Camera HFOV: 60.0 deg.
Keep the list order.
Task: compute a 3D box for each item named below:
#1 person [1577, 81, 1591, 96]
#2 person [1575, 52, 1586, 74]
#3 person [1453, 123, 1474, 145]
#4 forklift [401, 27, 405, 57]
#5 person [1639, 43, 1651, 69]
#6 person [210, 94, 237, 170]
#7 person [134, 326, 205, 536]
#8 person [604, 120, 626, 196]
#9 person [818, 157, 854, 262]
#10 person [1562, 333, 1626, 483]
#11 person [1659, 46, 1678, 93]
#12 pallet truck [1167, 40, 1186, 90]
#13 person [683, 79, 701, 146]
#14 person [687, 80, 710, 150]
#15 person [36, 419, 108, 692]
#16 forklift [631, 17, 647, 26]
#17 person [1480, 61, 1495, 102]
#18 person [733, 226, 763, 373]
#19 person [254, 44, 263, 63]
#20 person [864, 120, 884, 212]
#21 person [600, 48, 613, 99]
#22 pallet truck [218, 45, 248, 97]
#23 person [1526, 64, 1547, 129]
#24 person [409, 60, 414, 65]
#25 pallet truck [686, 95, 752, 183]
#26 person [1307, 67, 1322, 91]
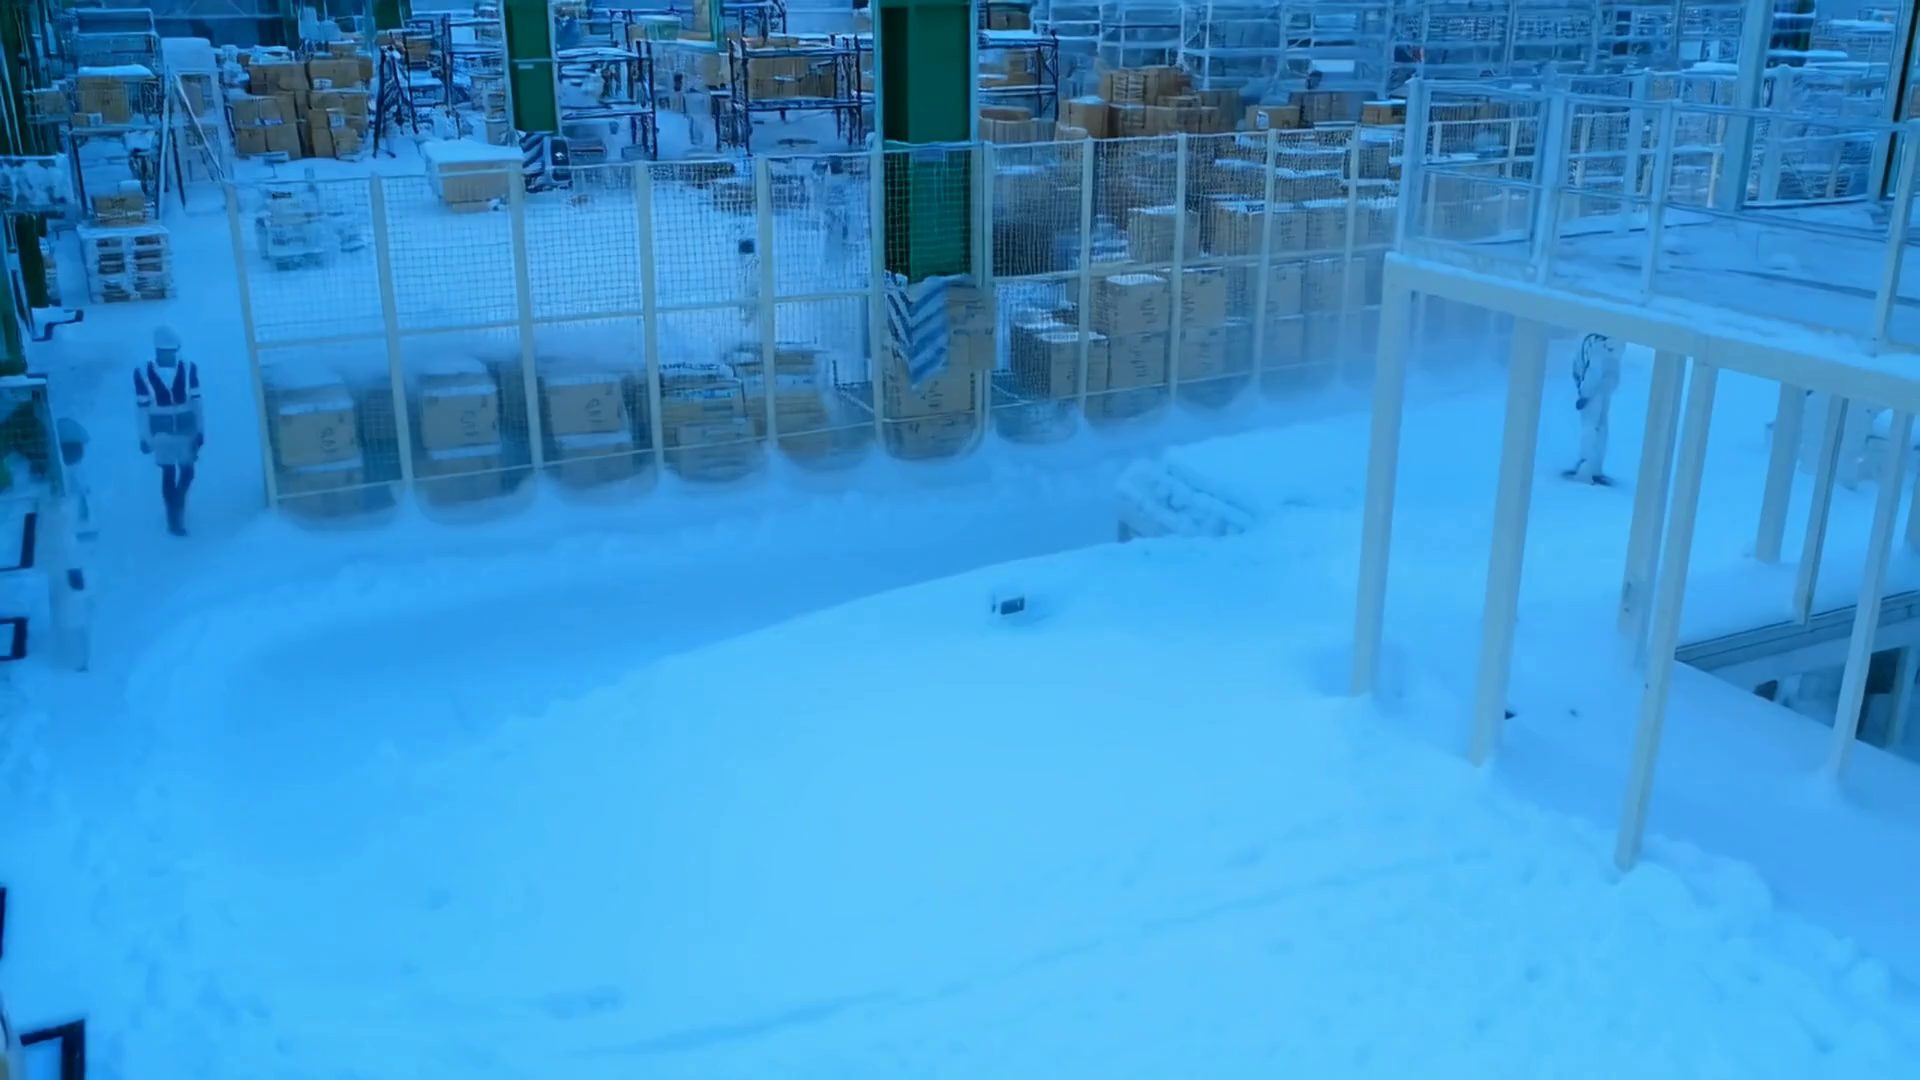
[{"bbox_3d":[17.537,-12.084,47.126,0.551,1.932,0.378,13,23,33],"label":"person"},{"bbox_3d":[24.708,-18.515,66.127,0.536,1.697,0.322,14,23,34],"label":"person"},{"bbox_3d":[10.875,-8.196,36.119,0.523,1.763,0.329,-7,20,-20],"label":"person"},{"bbox_3d":[-20.650,-17.285,60.777,1.129,2.768,1.873,-17,26,-41],"label":"forklift"},{"bbox_3d":[31.363,-21.940,76.166,0.517,1.617,0.416,0,19,-1],"label":"person"},{"bbox_3d":[-18.572,-10.310,41.982,0.553,1.934,0.364,-10,21,-26],"label":"person"},{"bbox_3d":[-7.219,-1.047,15.195,0.573,1.904,0.785,-13,23,-33],"label":"person"},{"bbox_3d":[-7.746,-8.553,37.261,0.558,1.672,0.621,5,20,14],"label":"person"},{"bbox_3d":[-2.182,-5.828,29.221,0.637,1.797,0.971,-7,20,-19],"label":"person"},{"bbox_3d":[6.313,-1.489,16.558,0.429,1.840,0.637,17,25,40],"label":"person"},{"bbox_3d":[28.891,-19.153,67.732,0.846,1.881,0.659,-3,19,-8],"label":"person"},{"bbox_3d":[9.045,-19.971,69.895,0.823,1.965,1.885,-3,19,-8],"label":"pallet truck"},{"bbox_3d":[-7.620,-12.255,47.689,0.660,1.891,0.451,3,19,8],"label":"person"},{"bbox_3d":[-7.336,-11.933,46.703,0.686,1.920,0.505,4,19,11],"label":"person"},{"bbox_3d":[-6.279,0.103,11.822,0.443,1.924,0.694,-10,21,-26],"label":"person"},{"bbox_3d":[-14.037,-21.519,73.051,1.873,2.768,1.129,5,20,14],"label":"forklift"},{"bbox_3d":[17.963,-15.339,56.670,0.509,1.867,0.328,10,21,27],"label":"person"},{"bbox_3d":[-2.598,-2.960,20.710,0.517,1.906,0.608,-8,21,-23],"label":"person"},{"bbox_3d":[-29.182,-19.692,69.261,0.355,1.882,0.576,0,19,1],"label":"person"},{"bbox_3d":[-1.677,-7.769,34.632,0.642,1.927,0.645,2,19,6],"label":"person"},{"bbox_3d":[-13.708,-18.115,64.600,0.545,1.942,0.354,6,20,16],"label":"person"},{"bbox_3d":[-28.879,-18.665,66.111,0.823,1.965,1.885,-3,19,-9],"label":"pallet truck"},{"bbox_3d":[18.293,-14.028,52.601,0.694,2.000,0.720,2,19,5],"label":"person"},{"bbox_3d":[-20.638,-17.189,62.000,0.649,1.883,1.026,-5,20,-14],"label":"person"},{"bbox_3d":[-5.836,-9.608,39.856,0.823,1.965,1.885,10,22,27],"label":"pallet truck"},{"bbox_3d":[12.228,-15.489,57.426,0.545,1.647,0.894,10,22,28],"label":"person"}]
